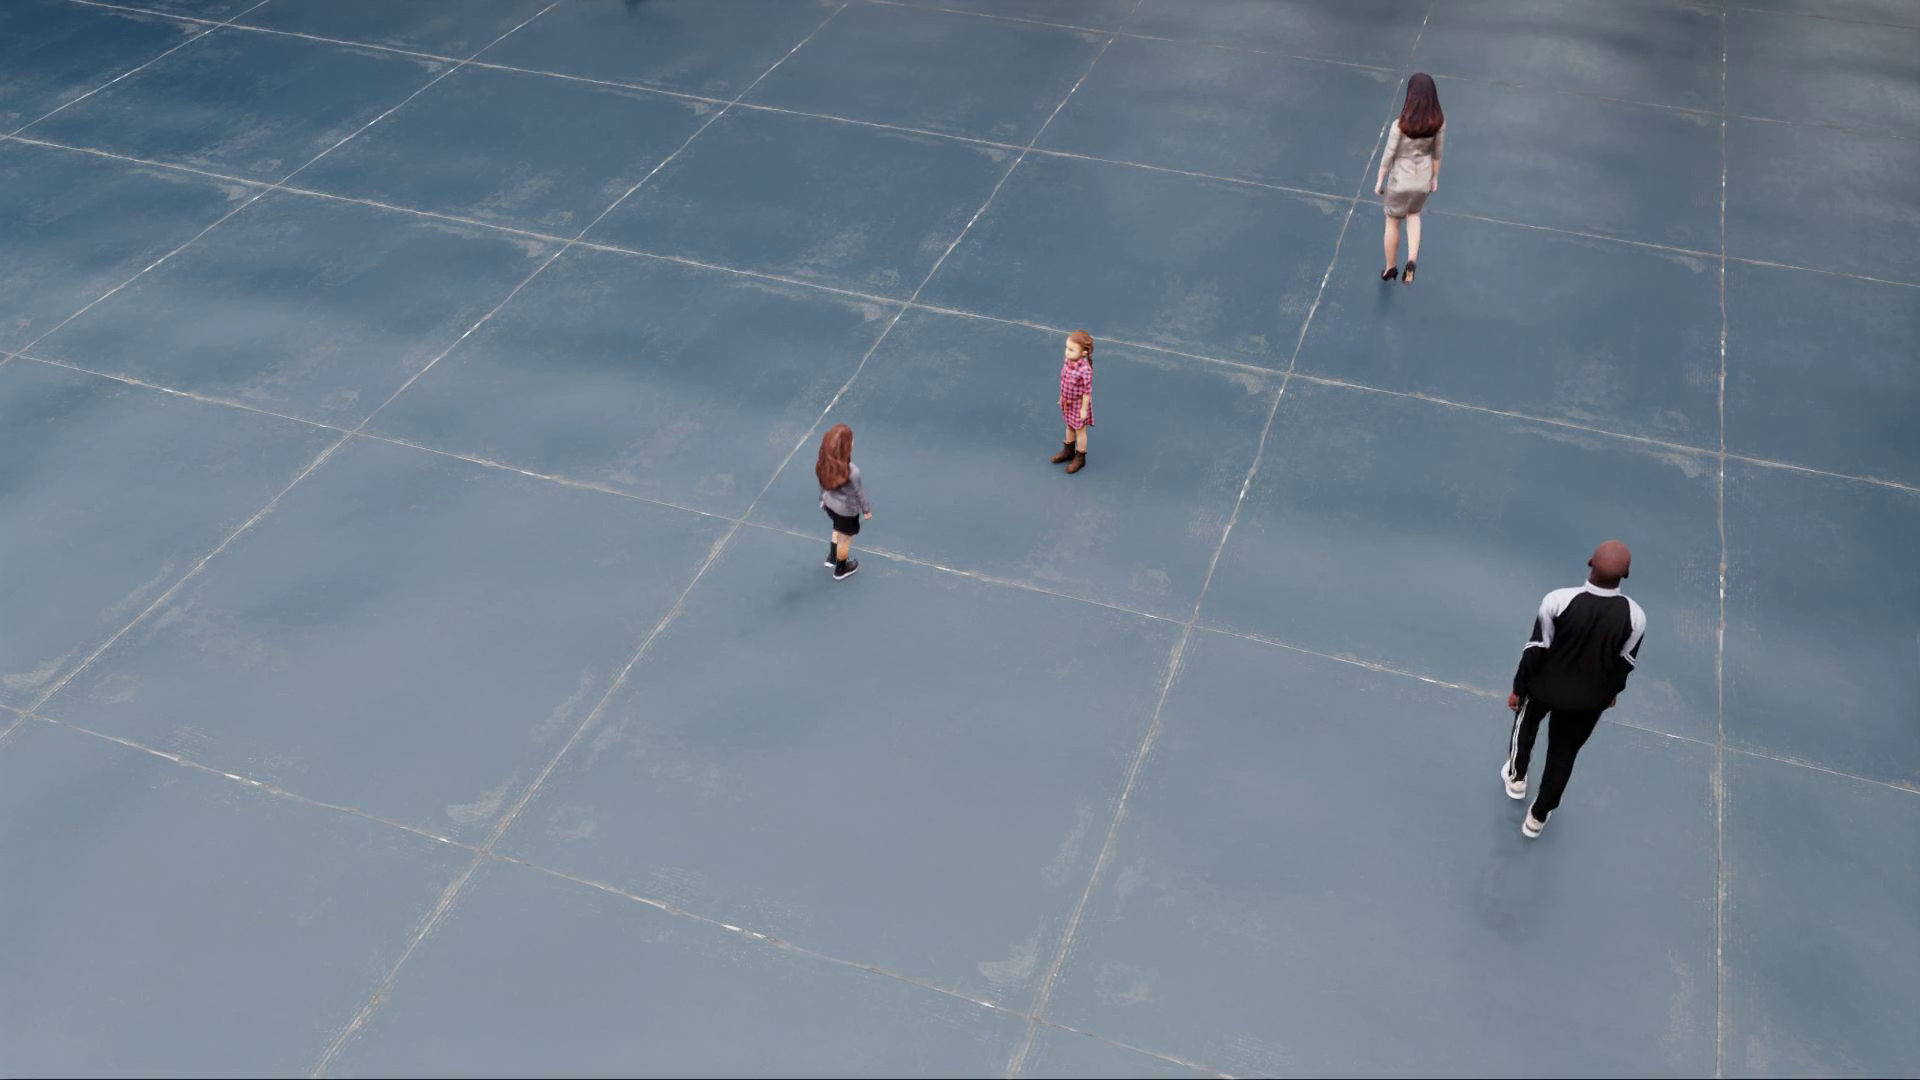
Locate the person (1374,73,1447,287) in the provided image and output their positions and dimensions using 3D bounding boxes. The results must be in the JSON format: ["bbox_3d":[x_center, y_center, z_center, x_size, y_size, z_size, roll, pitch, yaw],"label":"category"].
[{"bbox_3d":[3.447,-2.681,12.680,0.767,1.732,0.818,-6,38,-7],"label":"person"}]

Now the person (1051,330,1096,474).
[{"bbox_3d":[0.773,-0.933,11.022,0.549,1.022,0.501,-24,44,-27],"label":"person"}]

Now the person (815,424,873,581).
[{"bbox_3d":[-0.752,-0.208,10.034,0.587,1.097,0.552,-30,47,-32],"label":"person"}]

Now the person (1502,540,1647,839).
[{"bbox_3d":[2.985,0.787,8.184,0.675,1.811,0.726,12,40,15],"label":"person"}]
